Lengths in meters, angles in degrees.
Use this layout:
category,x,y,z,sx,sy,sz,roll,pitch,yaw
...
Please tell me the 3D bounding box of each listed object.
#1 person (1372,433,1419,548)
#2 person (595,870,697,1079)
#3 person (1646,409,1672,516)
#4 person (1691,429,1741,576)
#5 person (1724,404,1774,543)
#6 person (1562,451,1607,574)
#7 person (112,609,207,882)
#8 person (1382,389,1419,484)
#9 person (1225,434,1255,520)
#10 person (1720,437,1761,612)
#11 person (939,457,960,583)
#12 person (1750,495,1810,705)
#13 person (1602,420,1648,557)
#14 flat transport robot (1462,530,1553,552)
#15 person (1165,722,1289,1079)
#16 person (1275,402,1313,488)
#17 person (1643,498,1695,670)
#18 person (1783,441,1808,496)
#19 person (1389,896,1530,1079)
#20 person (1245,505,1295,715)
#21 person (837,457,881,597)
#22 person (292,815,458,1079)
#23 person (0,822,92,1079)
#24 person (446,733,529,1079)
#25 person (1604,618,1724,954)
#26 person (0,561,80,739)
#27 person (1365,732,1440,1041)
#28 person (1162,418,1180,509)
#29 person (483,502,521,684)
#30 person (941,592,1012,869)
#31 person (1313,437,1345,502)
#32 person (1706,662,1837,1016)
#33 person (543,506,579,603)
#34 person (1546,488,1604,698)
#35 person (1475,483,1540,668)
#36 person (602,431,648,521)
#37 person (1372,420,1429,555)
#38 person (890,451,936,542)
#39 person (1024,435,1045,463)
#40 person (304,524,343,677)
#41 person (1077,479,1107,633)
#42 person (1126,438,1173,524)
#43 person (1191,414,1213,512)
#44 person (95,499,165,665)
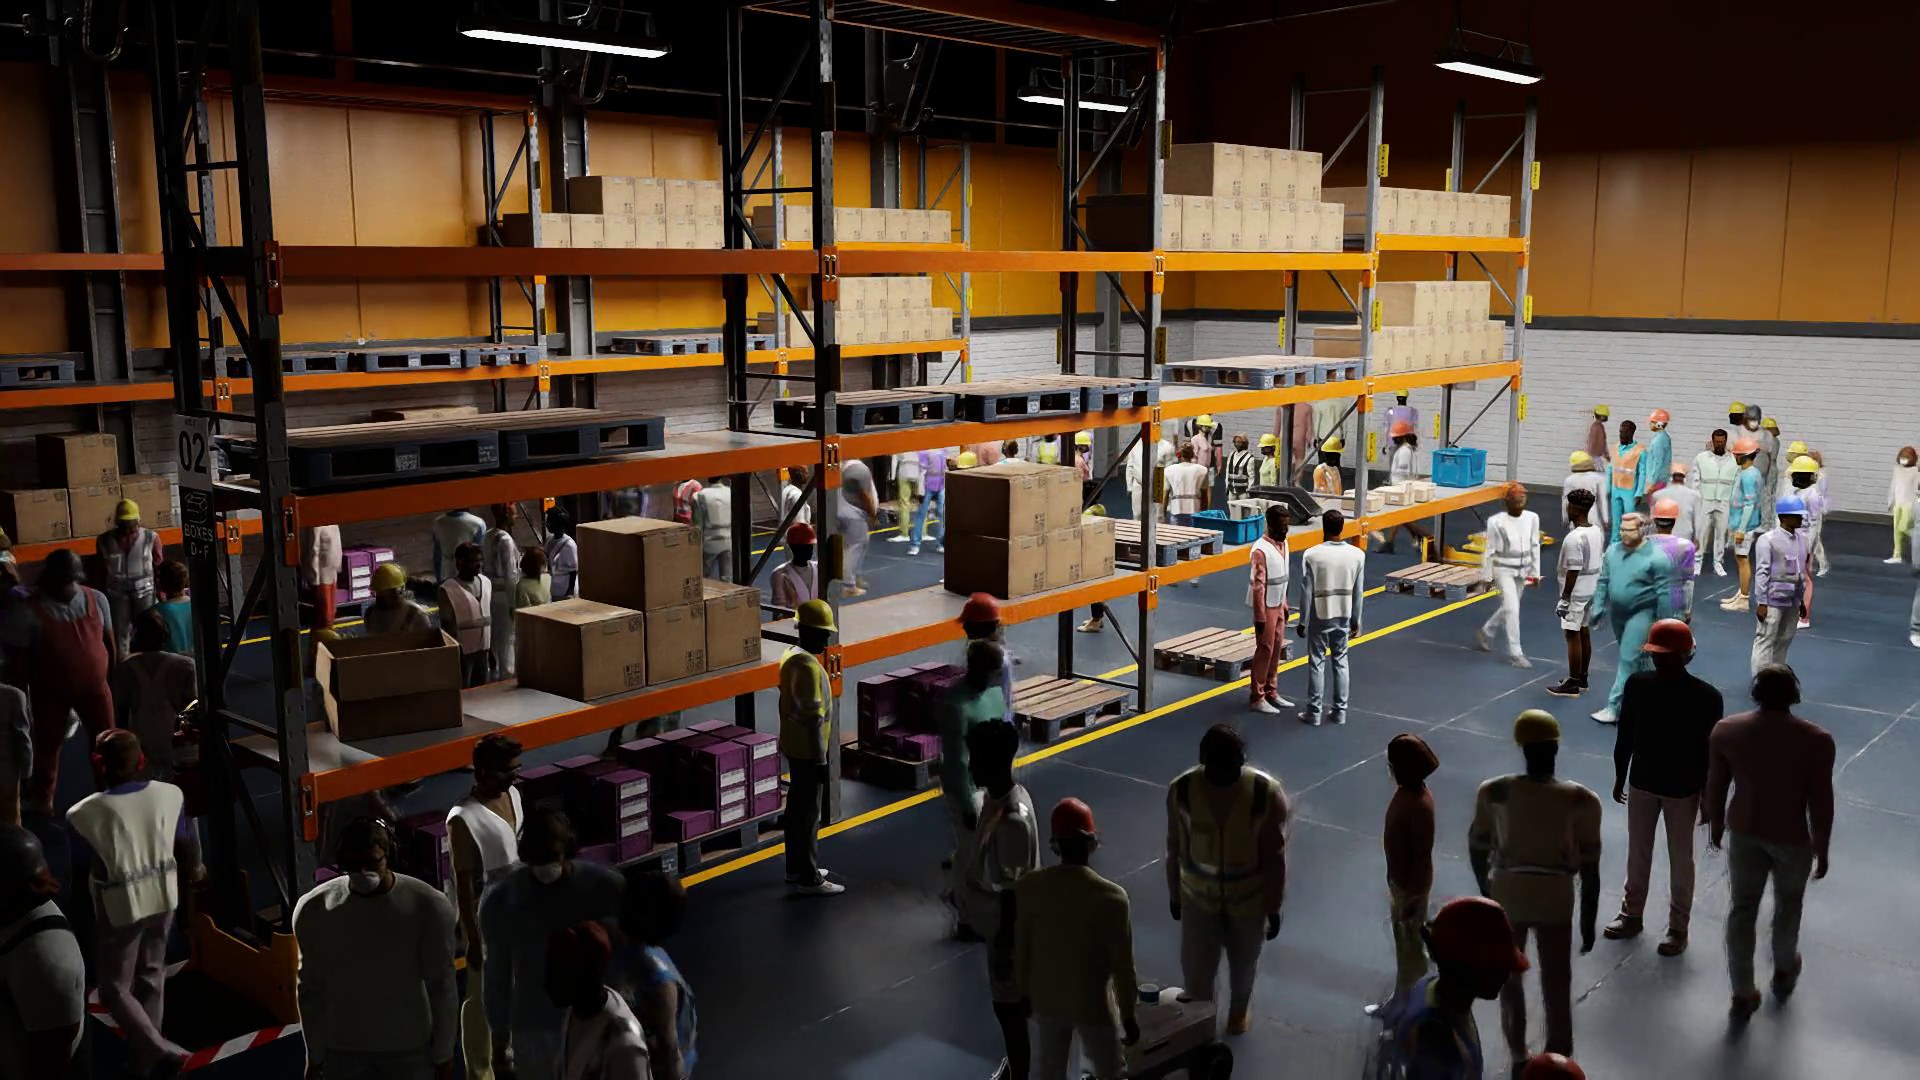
category,x,y,z,sx,sy,sz,roll,pitch,yaw
person,6.300,-0.720,23.737,0.864,1.653,0.527,6,11,30
person,-1.225,2.110,6.382,0.430,1.810,0.685,-7,12,-36
person,9.849,-0.857,23.531,0.375,1.997,0.611,5,11,28
person,9.795,-0.492,21.587,0.599,1.917,0.376,2,10,11
person,11.483,-1.004,24.280,0.685,2.000,0.726,2,10,11
person,7.835,-0.261,20.844,0.570,1.699,0.440,3,10,16
person,-5.189,1.356,10.813,0.504,1.840,0.344,-3,10,-16
person,7.549,-1.660,28.543,0.591,1.921,0.382,2,10,10
person,3.965,-0.689,23.598,0.309,1.639,0.524,-7,12,-35
person,9.099,-0.184,19.377,0.372,2.040,0.616,5,11,27
person,-0.050,-0.234,20.884,0.308,1.638,0.517,-5,11,-28
person,7.539,0.548,15.280,0.610,1.950,0.378,-4,11,-25
person,9.084,-0.680,22.707,0.384,1.918,0.596,-5,11,-26
flat transport robot,7.773,-0.001,23.564,1.431,0.197,0.652,-9,13,-44
person,1.343,1.773,8.424,0.614,1.805,0.882,2,10,12
person,5.915,-1.806,29.520,0.655,1.887,0.669,2,10,10
person,6.373,0.578,15.134,0.545,1.940,0.352,5,11,26
person,10.856,-0.419,21.673,0.489,1.744,0.294,-7,12,-34
person,1.705,2.149,5.528,0.854,2.009,0.622,3,10,18
person,2.793,0.617,15.011,0.411,1.906,0.603,6,11,32
person,-1.224,-0.326,20.229,0.608,2.000,0.700,-4,10,-23
person,-2.308,2.011,6.629,0.622,1.932,0.368,0,10,-2
person,-3.512,2.030,6.166,0.538,2.000,0.684,-8,12,-38
person,-2.253,1.824,8.002,0.389,1.838,0.563,2,10,9
person,4.156,1.437,9.840,0.391,1.992,0.623,-8,13,-41
person,-7.812,0.952,13.940,0.575,1.590,0.832,5,11,29
person,2.338,1.804,8.729,0.286,1.633,0.498,0,10,1
person,3.472,-1.410,27.325,0.556,1.831,0.554,-5,11,-28
person,-4.252,0.543,15.514,0.354,1.881,0.576,-6,11,-33
person,0.171,1.286,10.966,0.431,1.937,0.554,-2,10,-12
person,4.523,-0.305,20.443,0.366,1.927,0.585,5,11,29
person,4.469,1.595,9.167,0.654,1.899,0.923,7,12,36
person,-3.915,0.505,16.295,0.318,1.697,0.536,-9,13,-42
person,5.774,0.490,15.580,0.367,1.966,0.606,8,12,40
person,5.581,0.319,16.973,0.579,1.854,0.867,-3,10,-18
person,-4.091,-0.367,20.558,0.655,2.014,0.641,5,11,28
person,6.109,-0.704,22.872,0.720,1.909,0.574,2,10,12
person,-0.702,-0.893,24.139,0.698,1.875,0.376,-1,10,-3
person,1.241,-1.437,27.751,0.296,1.745,0.484,7,12,37
person,-6.209,0.365,16.326,0.443,1.978,0.706,-1,10,-4
person,1.455,0.171,18.287,0.321,1.697,0.529,3,10,20
person,2.601,-0.718,22.969,0.642,1.909,0.410,3,10,15
person,3.668,-1.023,25.208,0.312,1.771,0.524,7,12,36
person,-7.948,0.503,15.969,0.594,1.818,0.443,-4,10,-20
